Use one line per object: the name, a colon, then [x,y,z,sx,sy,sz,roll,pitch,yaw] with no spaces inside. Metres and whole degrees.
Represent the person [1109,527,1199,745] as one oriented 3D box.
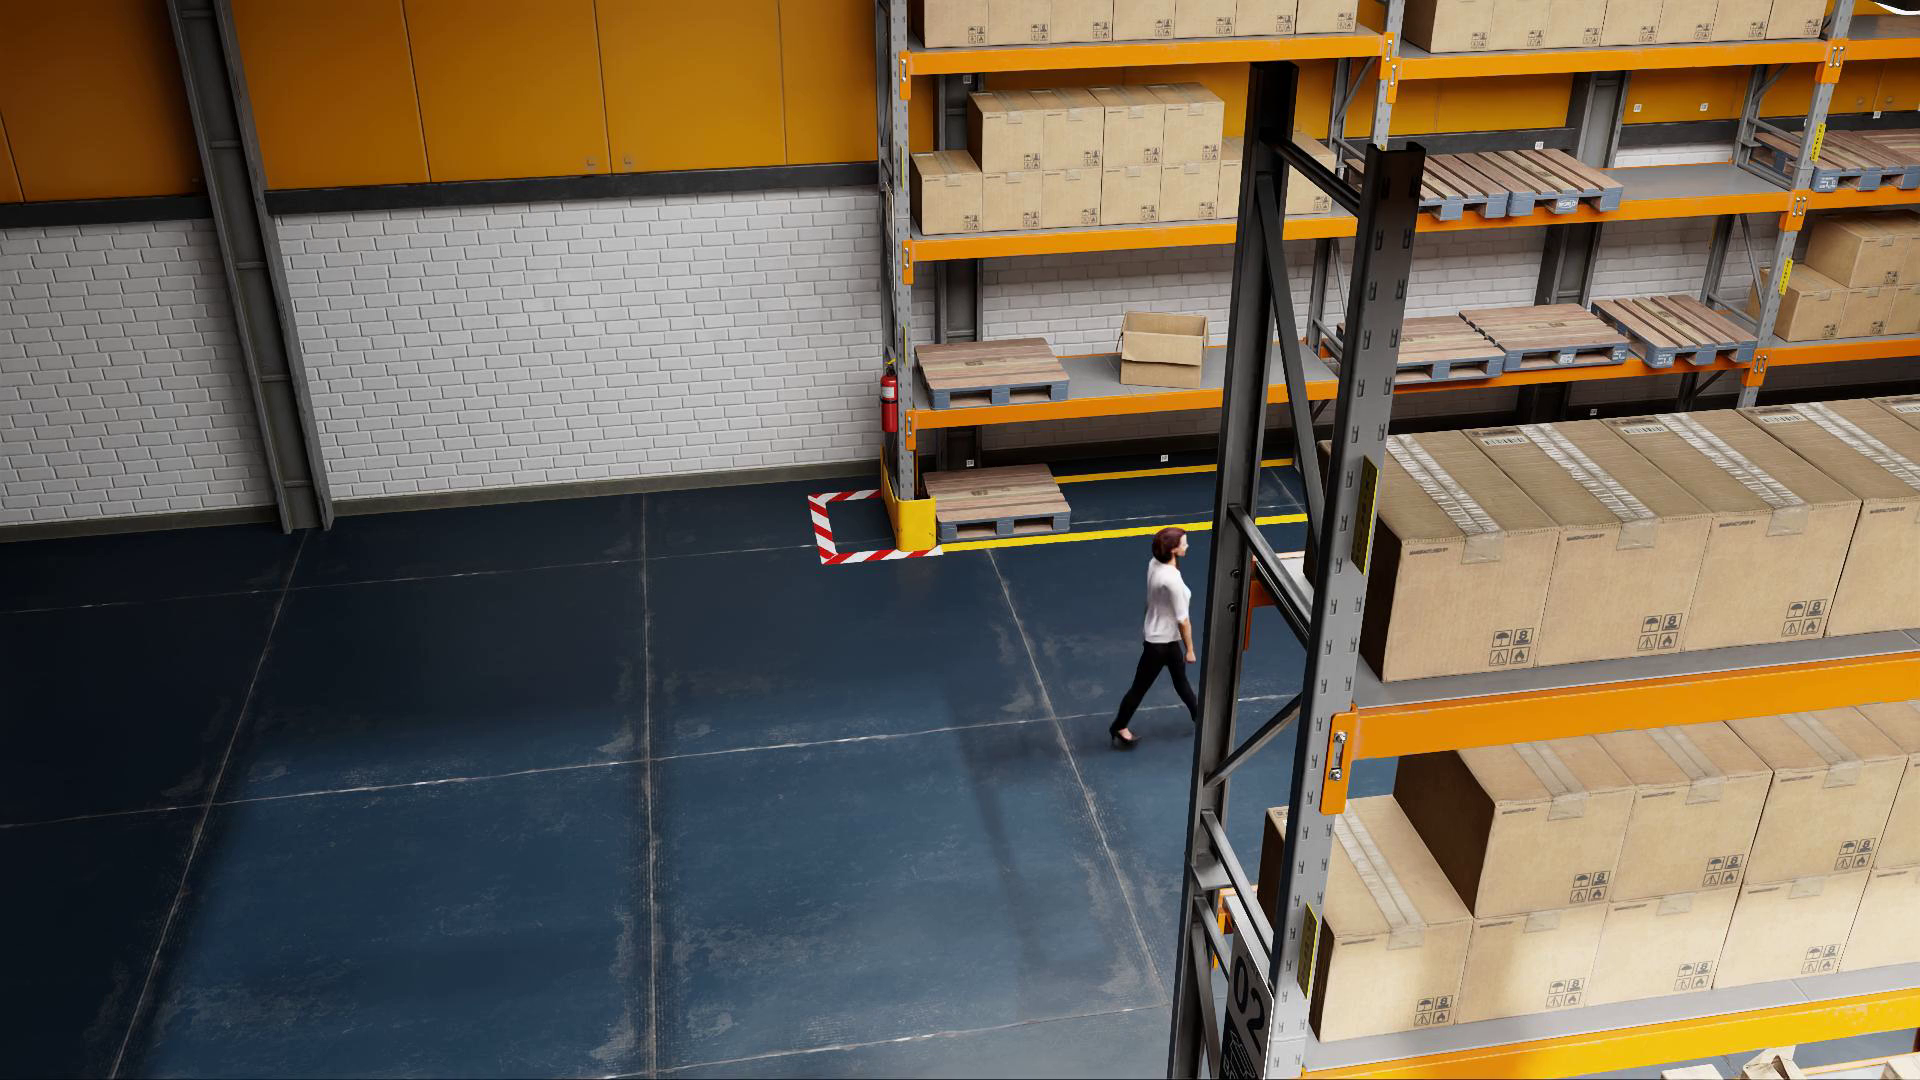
person: [1.316,0.738,11.696,1.083,1.740,0.610,-5,29,-9]
